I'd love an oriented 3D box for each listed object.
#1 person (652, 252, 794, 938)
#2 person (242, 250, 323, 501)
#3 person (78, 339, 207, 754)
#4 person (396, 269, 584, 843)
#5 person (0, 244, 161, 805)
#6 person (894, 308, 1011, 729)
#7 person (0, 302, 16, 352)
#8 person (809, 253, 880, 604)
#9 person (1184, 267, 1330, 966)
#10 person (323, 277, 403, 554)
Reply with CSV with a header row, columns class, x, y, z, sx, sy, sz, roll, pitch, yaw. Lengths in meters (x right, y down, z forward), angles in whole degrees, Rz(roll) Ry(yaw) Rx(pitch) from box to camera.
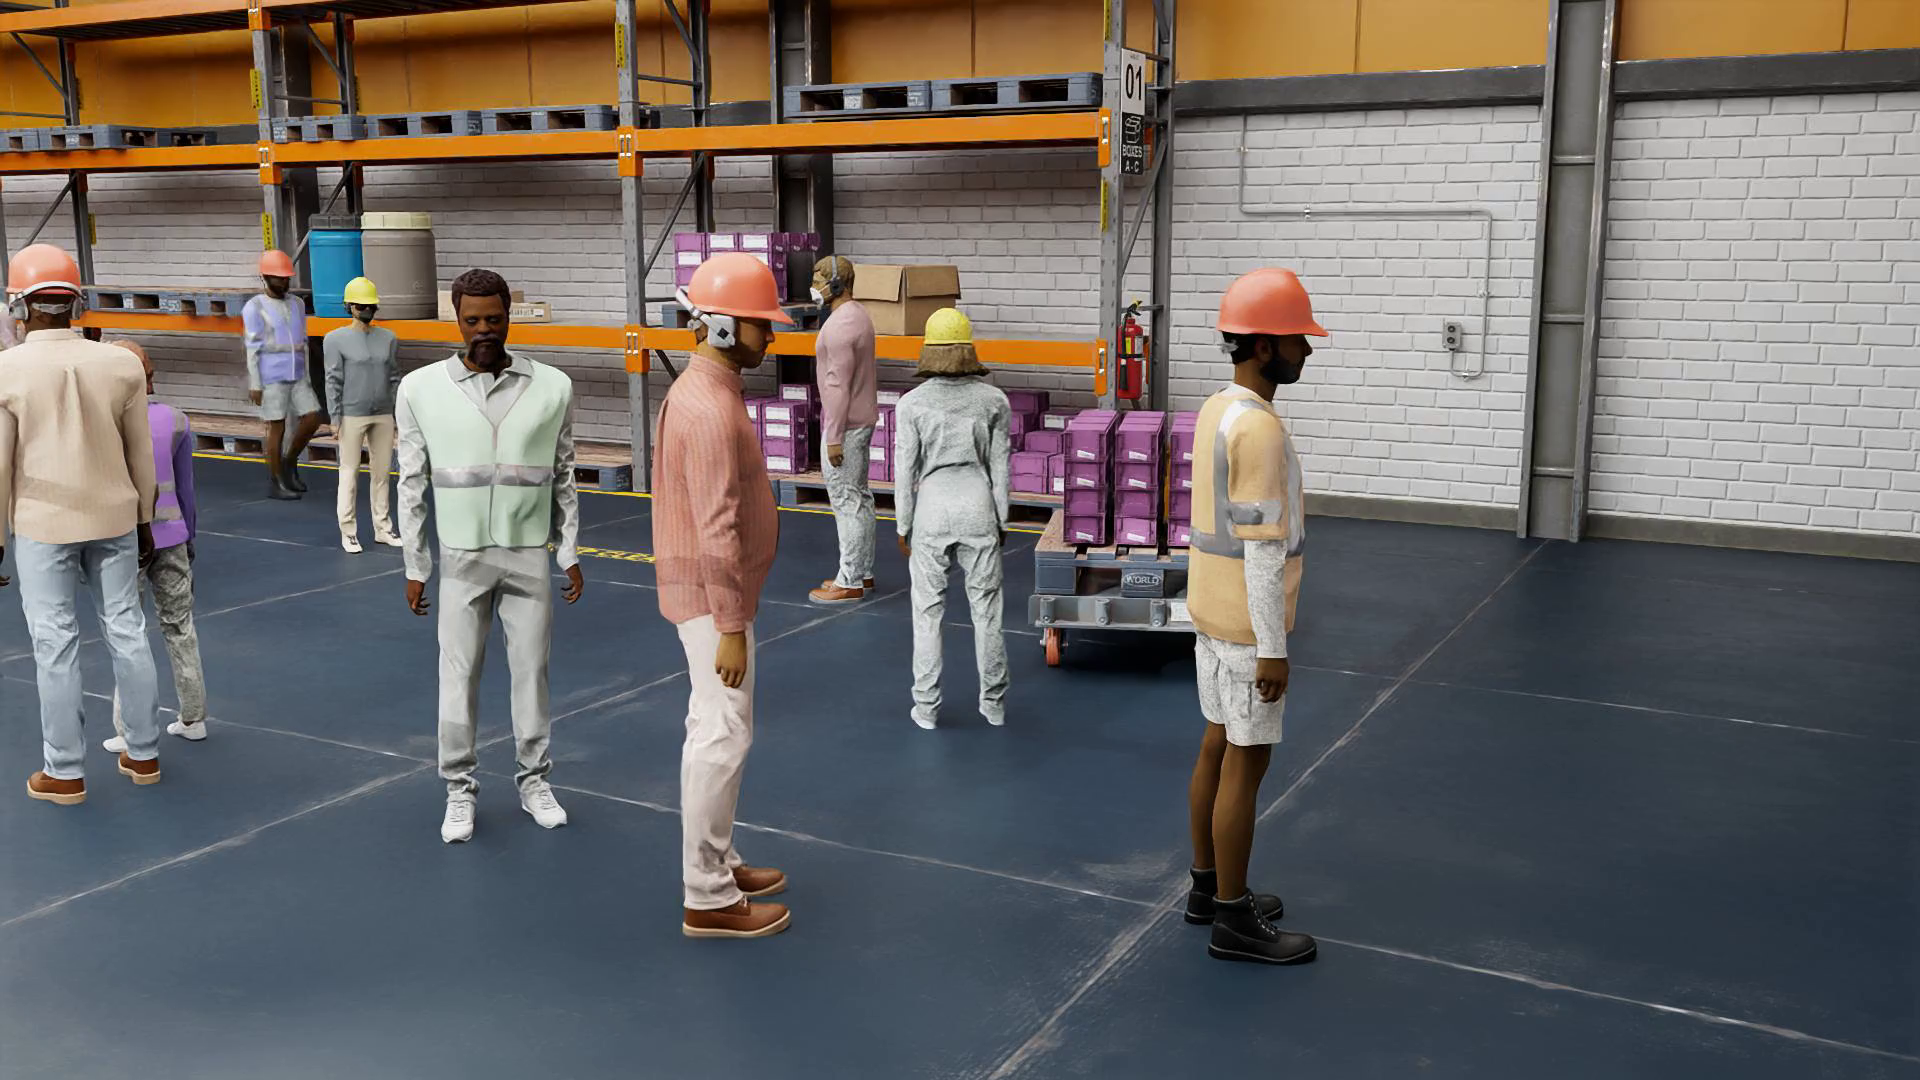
class,x,y,z,sx,sy,sz,roll,pitch,yaw
person,-0.674,0.170,4.812,0.410,1.982,0.626,-2,11,-12
person,-5.189,-1.250,12.750,0.423,1.918,0.574,6,12,29
person,-3.223,0.030,6.537,0.317,1.629,0.508,6,12,29
person,-1.585,0.049,5.641,0.596,1.916,0.372,-5,11,-25
person,-3.197,-0.051,5.976,0.379,1.996,0.610,9,13,40
person,-0.034,-0.084,6.886,0.489,1.737,0.321,-2,10,-9
person,-7.988,-1.321,13.538,0.648,1.792,0.927,-2,10,-10
person,-0.639,-0.611,9.230,0.376,1.933,0.625,1,10,7
person,0.825,0.215,4.679,0.362,1.938,0.545,-1,10,-5
person,-3.819,-0.803,10.731,0.327,1.767,0.533,8,13,39
